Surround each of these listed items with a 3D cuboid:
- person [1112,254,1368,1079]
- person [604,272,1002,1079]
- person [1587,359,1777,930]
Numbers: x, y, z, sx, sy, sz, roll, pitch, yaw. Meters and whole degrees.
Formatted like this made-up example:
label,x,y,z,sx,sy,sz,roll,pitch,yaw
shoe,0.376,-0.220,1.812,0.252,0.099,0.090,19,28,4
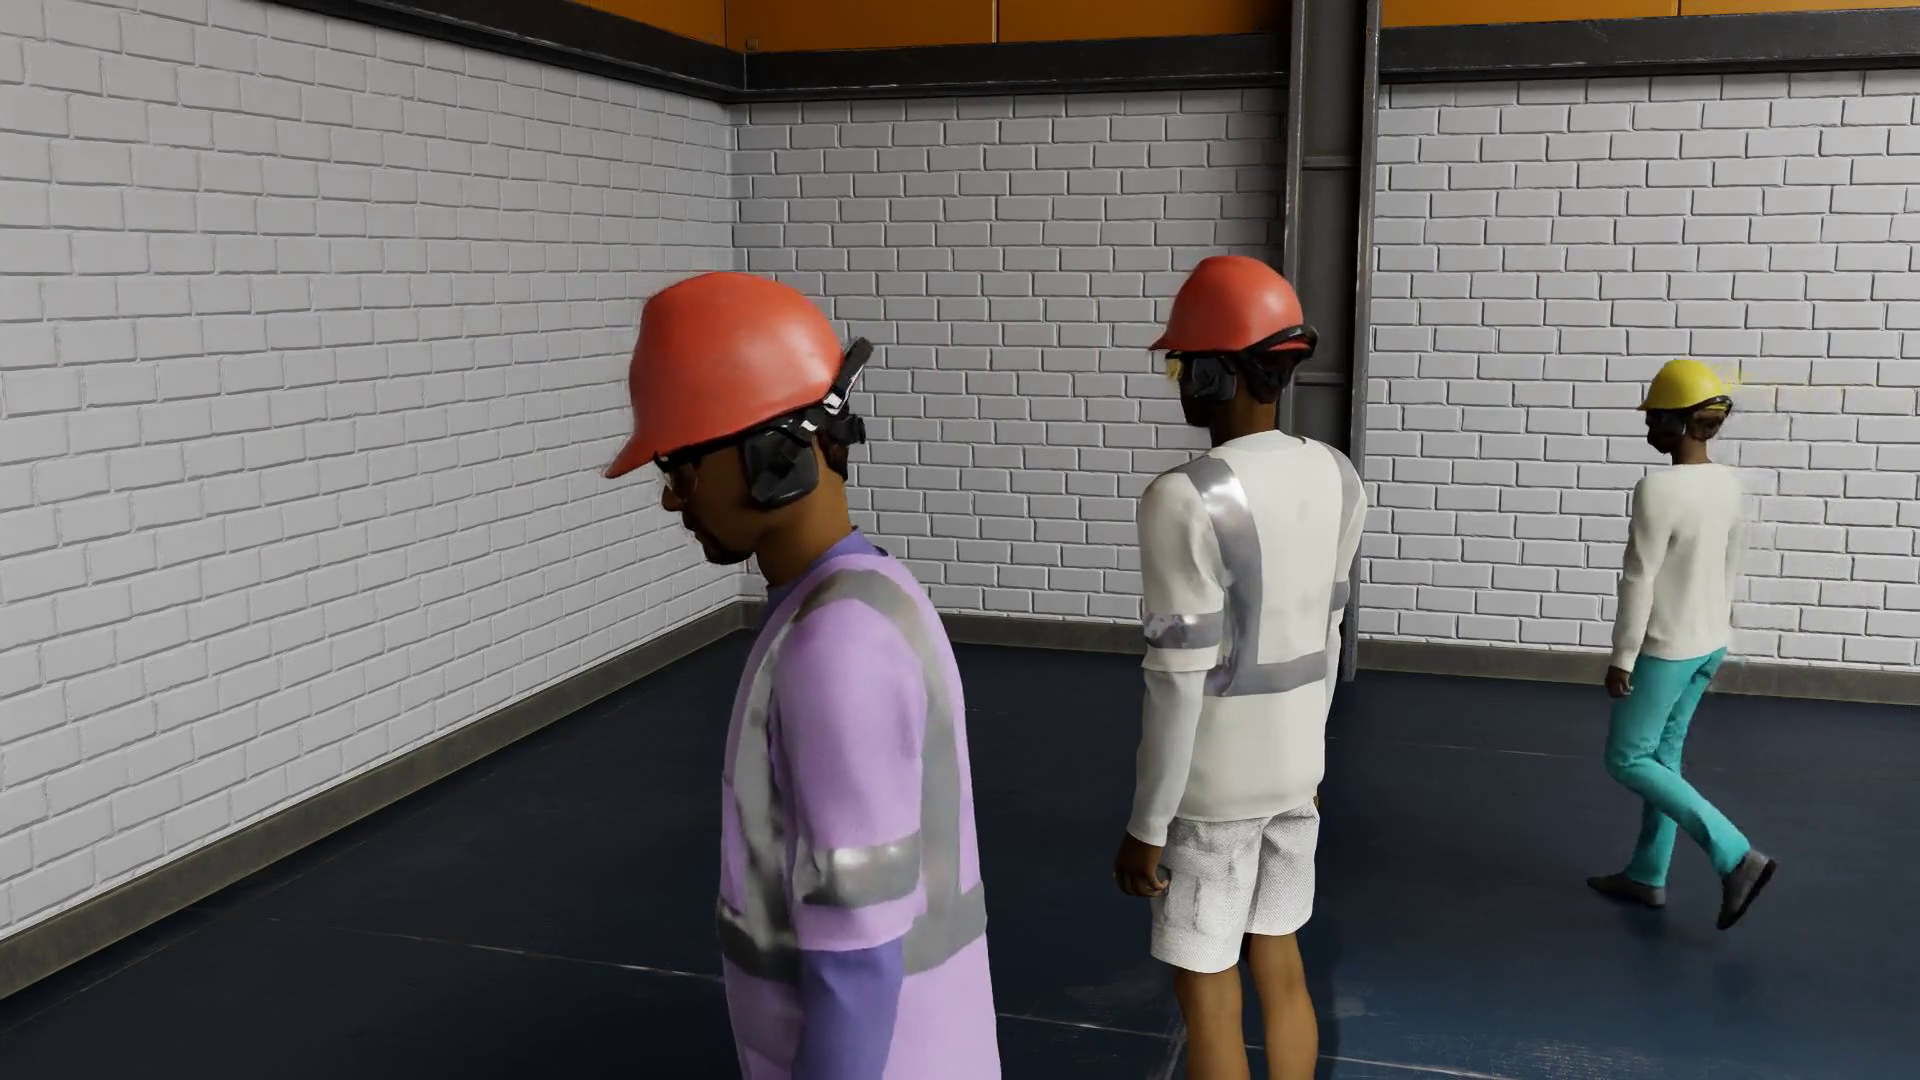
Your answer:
label,x,y,z,sx,sy,sz,roll,pitch,yaw
person,0.531,0.467,3.319,0.368,2.046,0.608,9,13,43
person,-0.134,0.685,2.078,0.560,2.014,0.689,-1,9,-6
person,2.218,0.330,5.050,0.534,1.747,0.573,-8,12,-39
